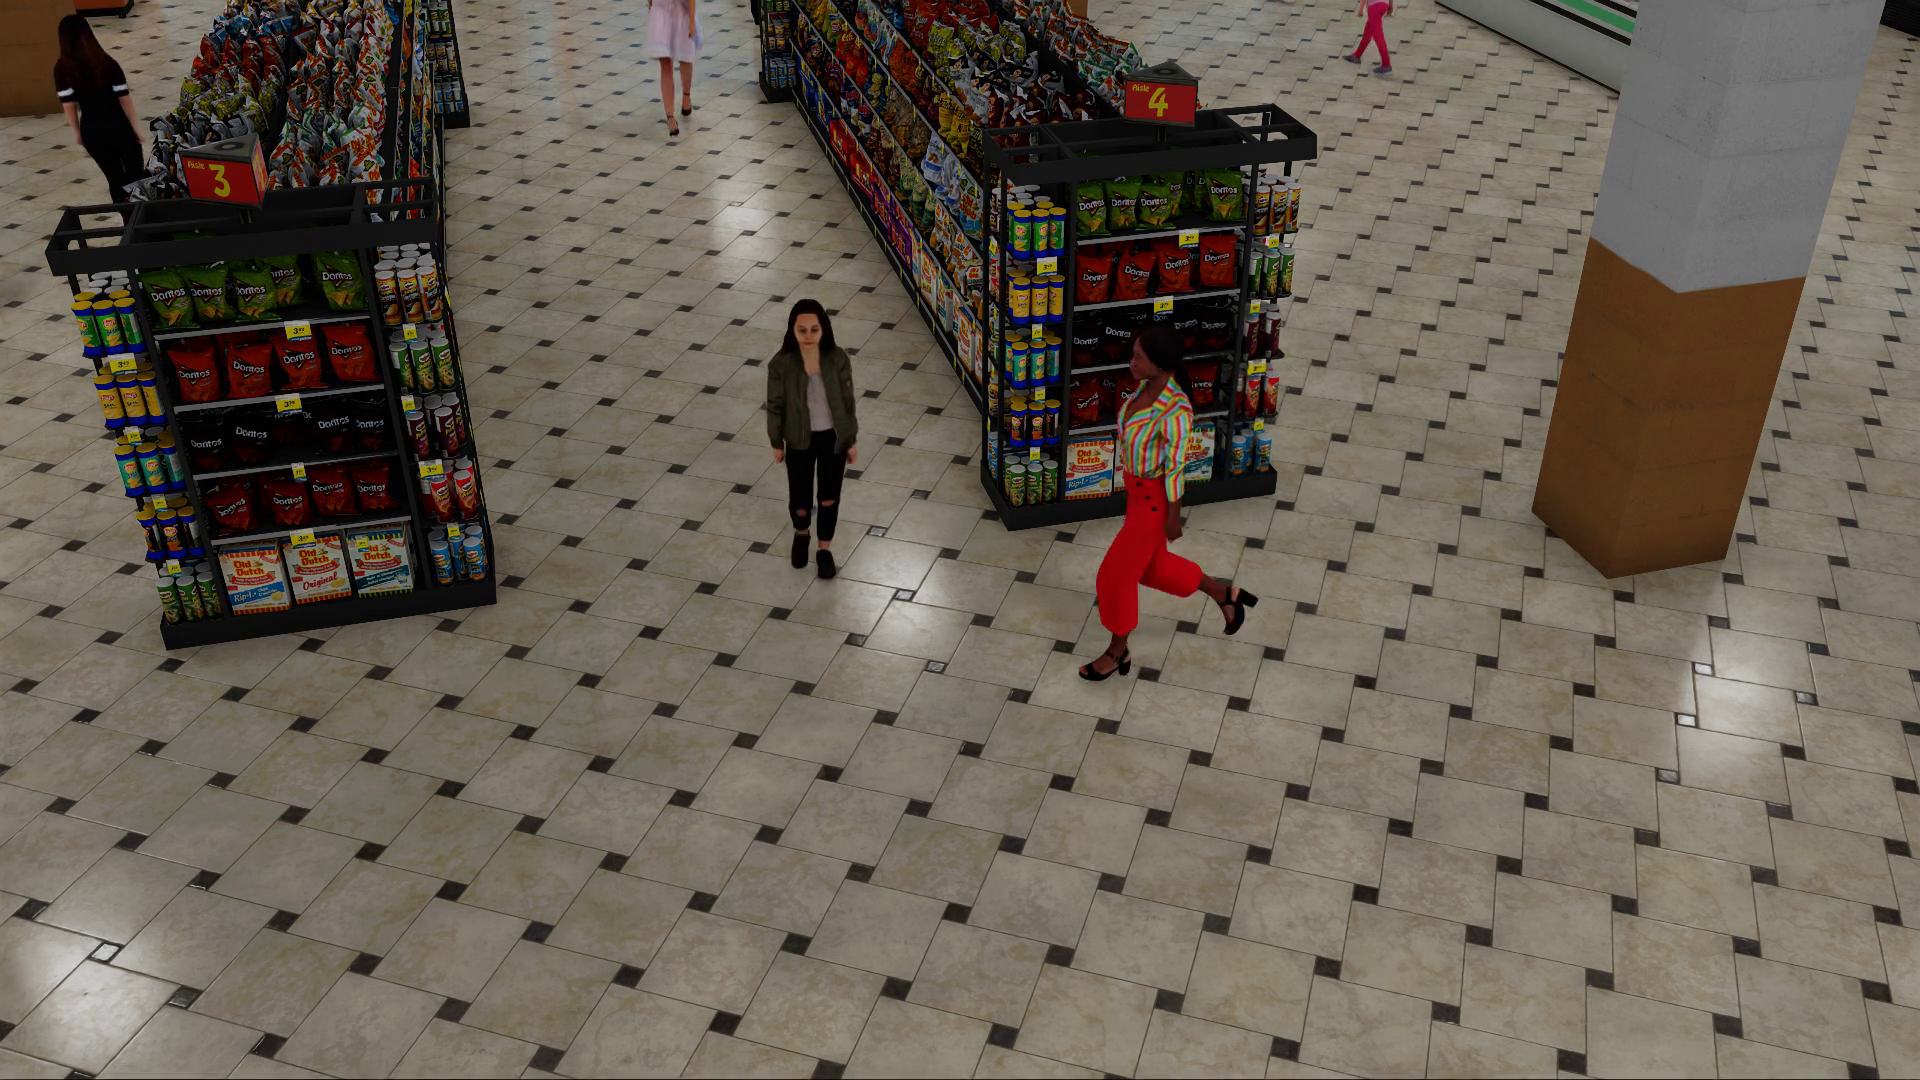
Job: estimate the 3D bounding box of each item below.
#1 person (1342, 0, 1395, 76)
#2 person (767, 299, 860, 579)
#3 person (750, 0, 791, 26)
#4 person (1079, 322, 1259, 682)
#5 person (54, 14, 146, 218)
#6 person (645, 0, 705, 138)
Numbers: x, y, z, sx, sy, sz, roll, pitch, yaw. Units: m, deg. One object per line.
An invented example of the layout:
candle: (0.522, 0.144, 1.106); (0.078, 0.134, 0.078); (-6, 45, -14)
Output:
person: (3.920, -4.942, 15.451); (0.707, 1.242, 0.951); (-20, 37, -29)
person: (-0.710, -0.513, 8.118); (0.580, 1.469, 0.549); (-7, 32, -10)
person: (-1.976, -6.191, 16.895); (0.800, 1.838, 0.744); (5, 32, 8)
person: (0.924, -0.128, 7.220); (0.684, 1.764, 0.993); (-5, 32, -9)
person: (-6.019, -2.856, 11.732); (0.627, 1.629, 0.591); (-10, 33, -15)
person: (-2.391, -4.333, 13.990); (0.794, 1.752, 1.266); (-2, 32, -4)
